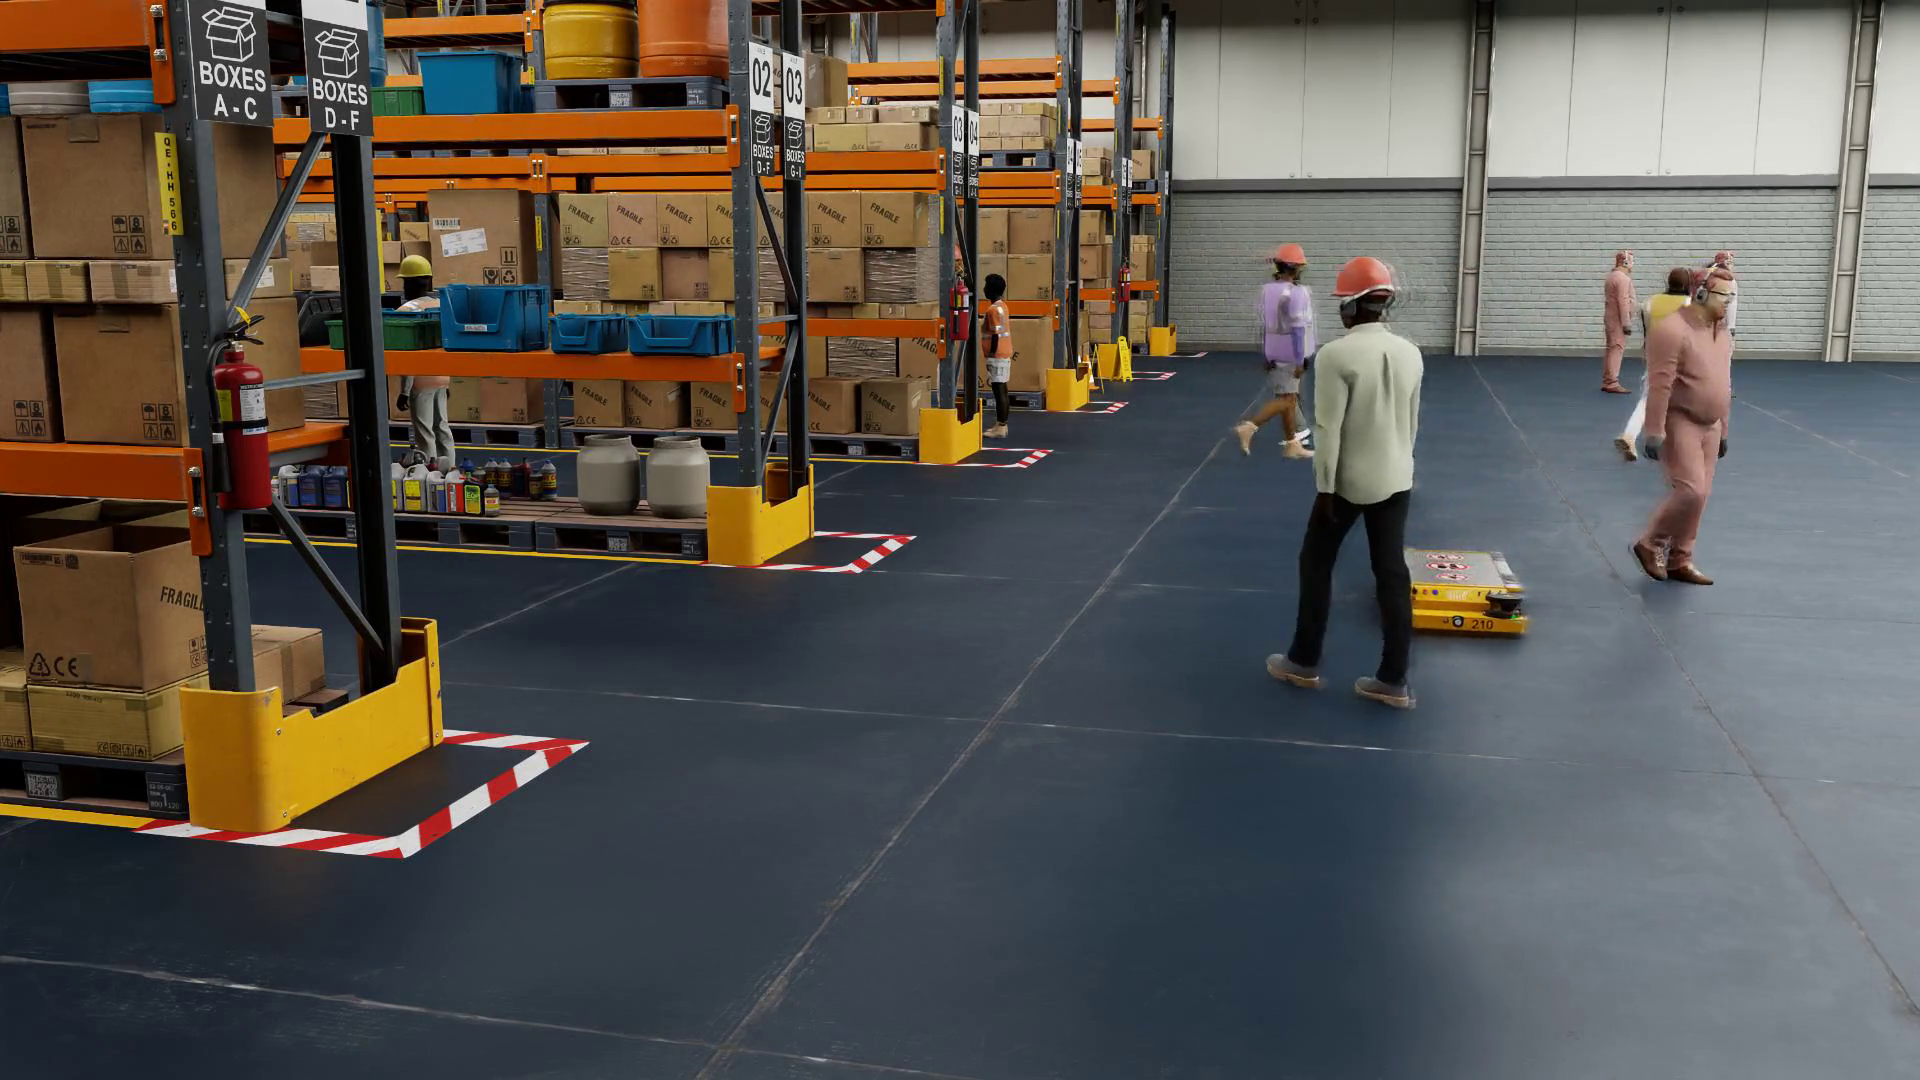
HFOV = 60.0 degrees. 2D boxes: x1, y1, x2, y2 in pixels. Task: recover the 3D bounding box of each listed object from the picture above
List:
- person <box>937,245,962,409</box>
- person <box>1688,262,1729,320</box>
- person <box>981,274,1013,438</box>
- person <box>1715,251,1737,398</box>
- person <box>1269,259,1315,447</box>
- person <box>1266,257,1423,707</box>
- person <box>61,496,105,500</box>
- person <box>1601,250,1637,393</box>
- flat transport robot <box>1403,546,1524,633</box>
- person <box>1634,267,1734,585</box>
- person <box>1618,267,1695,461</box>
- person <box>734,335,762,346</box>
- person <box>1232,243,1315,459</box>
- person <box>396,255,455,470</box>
[{"bbox_3d":[-0.131,-2.448,19.431,0.379,1.995,0.612,0,10,2],"label":"person"},{"bbox_3d":[7.704,-1.993,17.415,0.598,1.807,0.903,-2,10,-12],"label":"person"},{"bbox_3d":[0.377,-1.900,17.212,0.322,1.697,0.532,2,10,12],"label":"person"},{"bbox_3d":[9.895,-2.809,21.692,0.408,1.903,0.638,-3,11,-15],"label":"person"},{"bbox_3d":[3.271,-1.854,16.414,0.474,1.891,0.637,1,10,5],"label":"person"},{"bbox_3d":[1.750,-0.274,7.470,0.648,1.955,0.875,-5,11,-27],"label":"person"},{"bbox_3d":[-5.726,-0.799,10.641,0.325,1.871,0.521,2,10,9],"label":"person"},{"bbox_3d":[8.854,-2.920,22.318,0.400,1.905,0.644,2,10,10],"label":"person"},{"bbox_3d":[2.719,0.254,9.231,0.652,0.197,1.431,2,10,12],"label":"flat transport robot"},{"bbox_3d":[4.306,-0.652,9.781,0.703,1.881,0.425,-6,12,-30],"label":"person"},{"bbox_3d":[6.532,-1.623,15.402,0.895,1.806,0.616,-7,12,-34],"label":"person"},{"bbox_3d":[-2.375,-2.150,18.044,0.460,1.915,0.560,2,10,11],"label":"person"},{"bbox_3d":[2.929,-1.717,15.330,0.859,2.017,0.617,-3,11,-17],"label":"person"},{"bbox_3d":[-4.108,-1.207,12.740,0.365,1.928,0.586,3,11,17],"label":"person"}]
